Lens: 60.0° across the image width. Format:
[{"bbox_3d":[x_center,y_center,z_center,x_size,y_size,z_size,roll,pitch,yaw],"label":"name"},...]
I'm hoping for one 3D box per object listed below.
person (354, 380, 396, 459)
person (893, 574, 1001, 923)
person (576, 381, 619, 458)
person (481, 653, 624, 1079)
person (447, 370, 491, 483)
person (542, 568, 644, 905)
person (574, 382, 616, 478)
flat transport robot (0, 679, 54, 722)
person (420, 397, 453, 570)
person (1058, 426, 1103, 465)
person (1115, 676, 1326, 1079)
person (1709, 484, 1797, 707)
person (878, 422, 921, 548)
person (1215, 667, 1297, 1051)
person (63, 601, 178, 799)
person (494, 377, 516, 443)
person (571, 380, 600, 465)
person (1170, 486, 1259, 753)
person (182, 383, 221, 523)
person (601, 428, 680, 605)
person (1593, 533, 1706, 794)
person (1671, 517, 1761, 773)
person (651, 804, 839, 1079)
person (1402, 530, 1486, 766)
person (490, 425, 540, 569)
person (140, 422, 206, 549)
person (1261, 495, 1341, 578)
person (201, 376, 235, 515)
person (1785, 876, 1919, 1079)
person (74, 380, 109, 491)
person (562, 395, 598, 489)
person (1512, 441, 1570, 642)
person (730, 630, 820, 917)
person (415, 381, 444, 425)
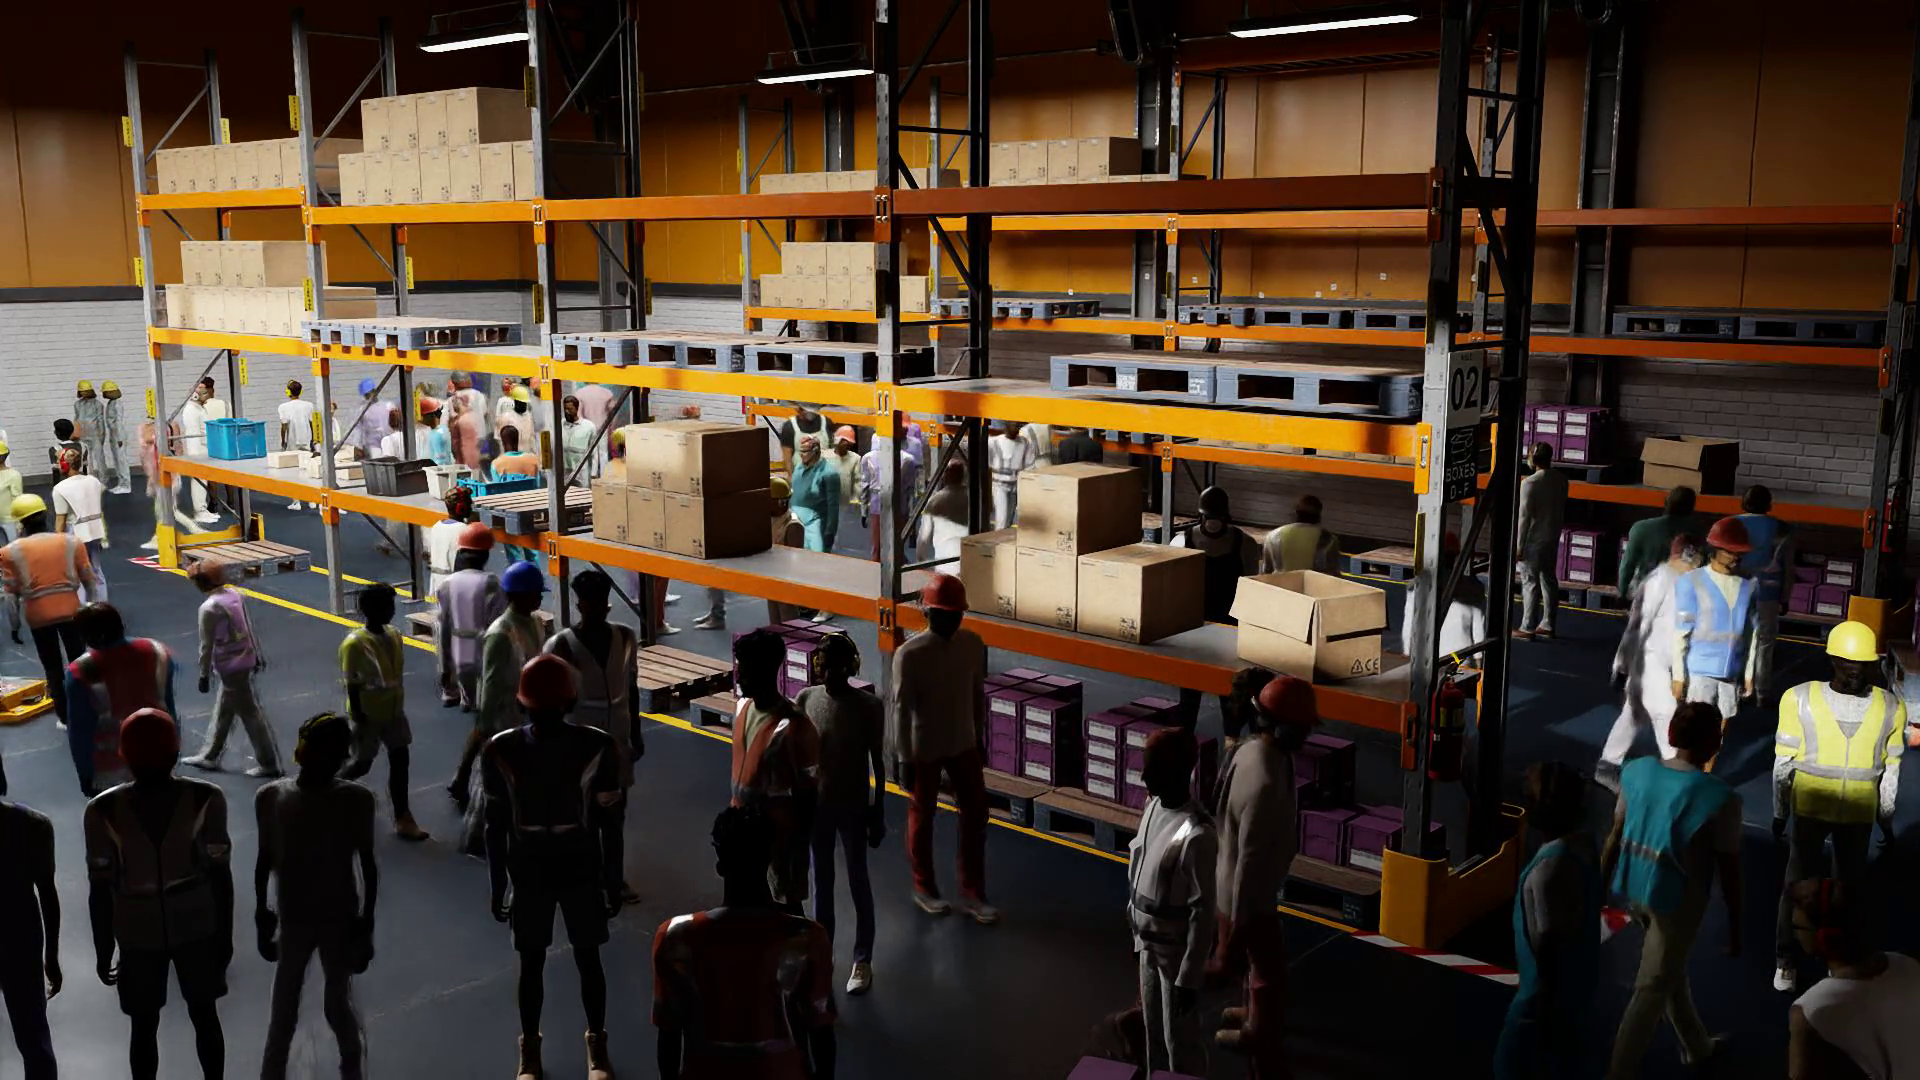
[{"bbox_3d":[-8.367,-1.375,23.951,0.605,1.876,0.910,-8,13,-40],"label":"person"},{"bbox_3d":[-0.040,1.176,9.217,0.652,1.972,0.742,-6,12,-31],"label":"person"},{"bbox_3d":[-6.094,-2.122,27.915,0.638,1.970,0.711,2,10,13],"label":"person"},{"bbox_3d":[-1.786,1.483,7.347,0.604,2.034,0.417,-1,10,-7],"label":"person"},{"bbox_3d":[-7.177,-1.541,24.406,0.752,2.000,0.688,5,11,27],"label":"person"},{"bbox_3d":[-2.086,1.124,9.584,0.648,1.959,0.496,-8,13,-38],"label":"person"},{"bbox_3d":[-5.652,-1.694,25.705,0.662,1.883,1.004,-5,11,-24],"label":"person"},{"bbox_3d":[-8.083,1.276,13.474,1.431,0.197,0.652,1,10,6],"label":"flat transport robot"},{"bbox_3d":[-6.120,-0.660,19.448,0.392,2.033,0.605,-2,10,-12],"label":"person"},{"bbox_3d":[1.372,-0.545,19.102,0.605,1.948,0.985,6,11,29],"label":"person"},{"bbox_3d":[1.161,1.535,7.305,0.864,1.952,0.640,1,10,3],"label":"person"},{"bbox_3d":[6.524,0.455,13.747,0.643,1.832,0.431,5,11,28],"label":"person"},{"bbox_3d":[-0.748,-0.856,20.816,0.542,1.939,0.364,-1,10,-4],"label":"person"},{"bbox_3d":[1.409,1.491,7.838,0.340,1.838,0.505,3,10,15],"label":"person"},{"bbox_3d":[-4.698,1.228,9.420,0.691,1.804,0.634,8,13,38],"label":"person"},{"bbox_3d":[-6.693,-1.480,24.604,0.396,1.847,0.565,-3,10,-16],"label":"person"},{"bbox_3d":[-6.388,-2.232,28.636,0.806,1.927,0.617,9,13,40],"label":"person"},{"bbox_3d":[1.877,0.586,12.377,0.683,2.000,0.536,1,10,6],"label":"person"},{"bbox_3d":[-10.399,-1.195,22.825,0.401,1.910,0.641,-3,10,-16],"label":"person"},{"bbox_3d":[-3.400,-0.247,17.564,0.751,1.874,0.403,2,10,9],"label":"person"},{"bbox_3d":[4.801,0.878,11.282,0.943,1.846,0.717,8,13,37],"label":"person"},{"bbox_3d":[4.979,0.848,10.961,0.628,2.035,0.438,-2,10,-12],"label":"person"},{"bbox_3d":[-0.705,1.831,5.550,0.613,1.965,0.361,0,10,0],"label":"person"},{"bbox_3d":[3.496,0.798,12.025,0.575,1.745,0.348,3,10,15],"label":"person"},{"bbox_3d":[-4.662,-0.256,17.501,0.391,1.914,0.587,8,13,38],"label":"person"},{"bbox_3d":[-9.853,-0.672,20.725,0.741,1.600,0.553,-2,10,-10],"label":"person"},{"bbox_3d":[2.773,0.523,13.441,0.698,1.786,0.955,5,11,27],"label":"person"},{"bbox_3d":[-10.510,-1.324,23.406,0.380,1.958,0.603,7,12,34],"label":"person"},{"bbox_3d":[2.850,1.963,5.327,0.572,1.775,0.897,-7,12,-35],"label":"person"},{"bbox_3d":[-13.405,-1.600,25.614,0.486,1.737,0.323,2,10,11],"label":"person"},{"bbox_3d":[-4.842,-0.867,20.937,0.597,1.917,0.375,2,10,11],"label":"person"},{"bbox_3d":[5.554,0.015,15.933,0.623,1.933,0.367,-6,12,-32],"label":"person"},{"bbox_3d":[-0.924,1.400,8.039,0.361,1.944,0.613,-9,13,-40],"label":"person"},{"bbox_3d":[-7.372,-1.247,23.068,0.446,1.920,0.661,-7,12,-35],"label":"person"}]
